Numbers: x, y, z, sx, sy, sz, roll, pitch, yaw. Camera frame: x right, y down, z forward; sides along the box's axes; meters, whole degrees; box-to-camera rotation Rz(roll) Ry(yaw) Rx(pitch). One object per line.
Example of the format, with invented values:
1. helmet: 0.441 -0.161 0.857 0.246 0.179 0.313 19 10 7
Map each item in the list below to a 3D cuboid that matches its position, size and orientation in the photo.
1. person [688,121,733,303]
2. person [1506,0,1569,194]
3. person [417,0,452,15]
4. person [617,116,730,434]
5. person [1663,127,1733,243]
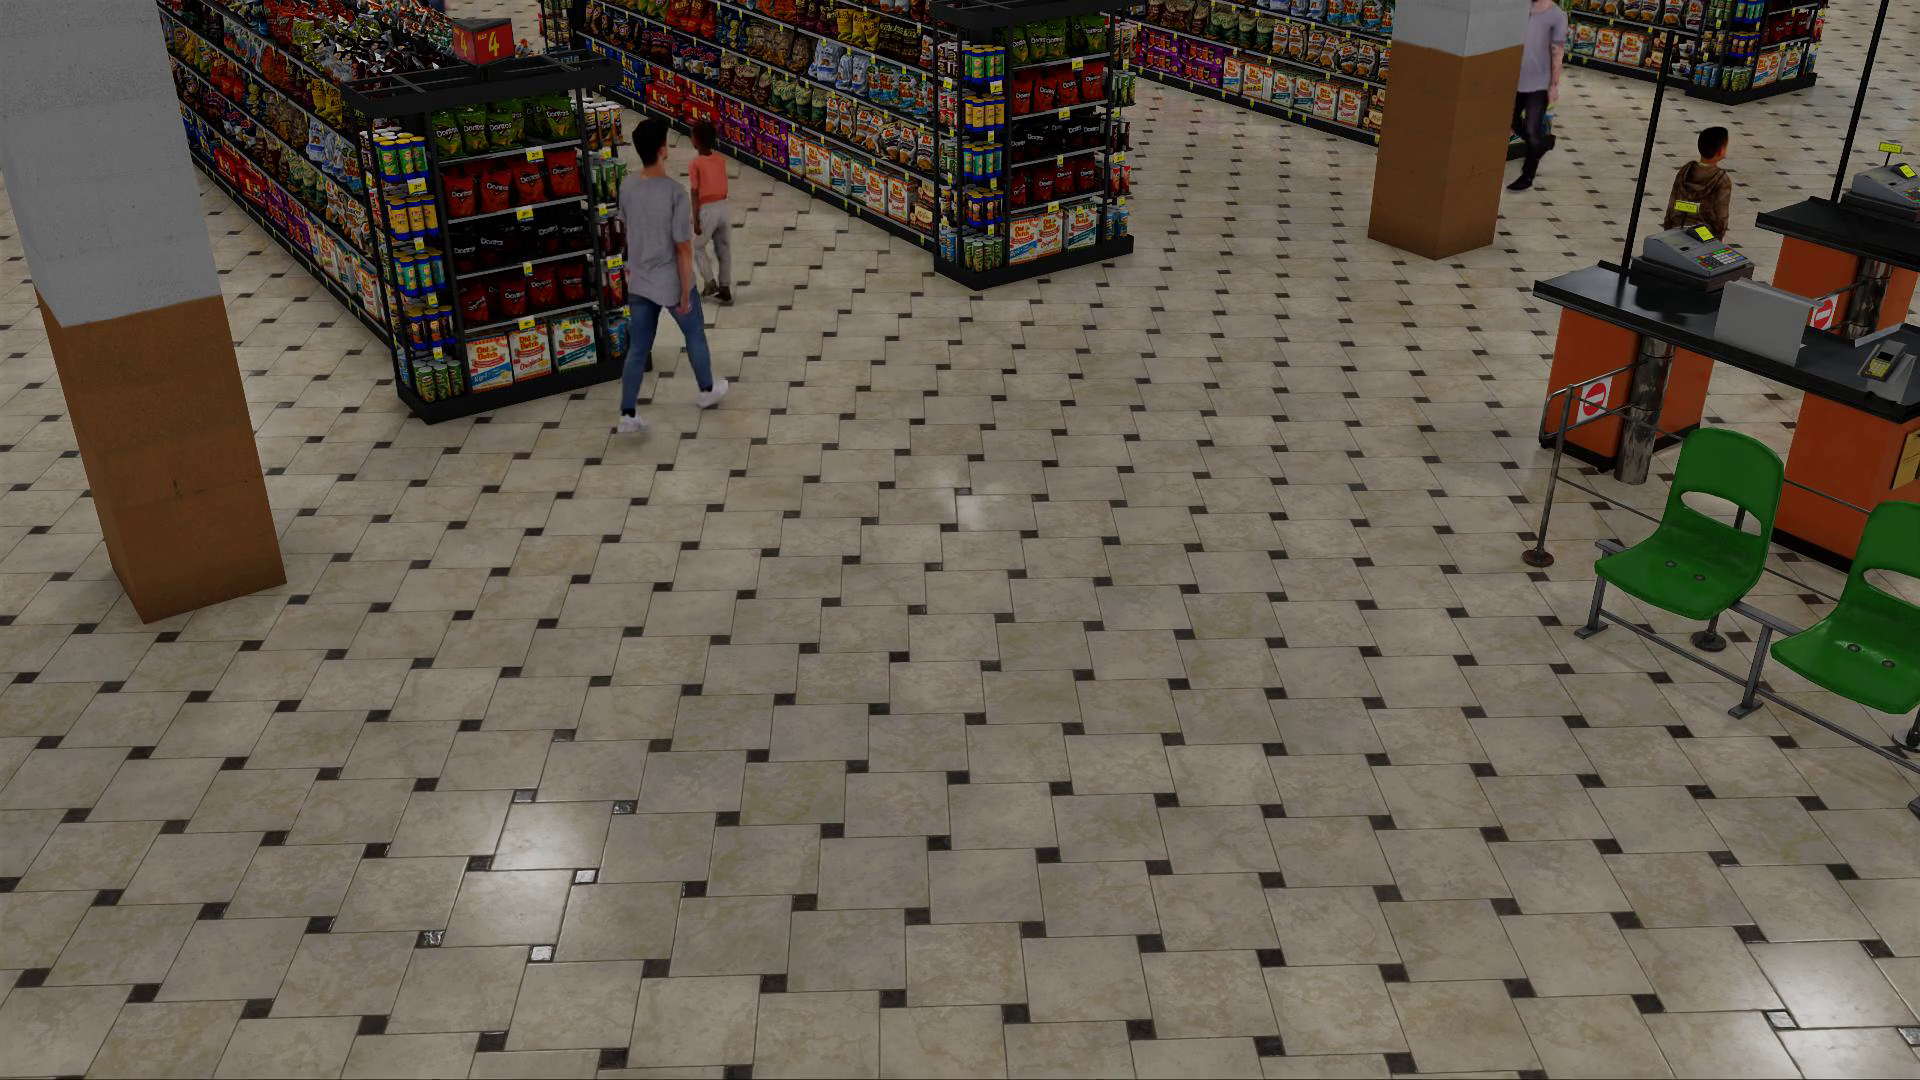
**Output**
1. person: -1.725 -2.306 11.802 0.493 1.302 0.488 -20 35 -32
2. person: 4.951 -3.930 14.233 0.876 1.822 0.828 -13 31 -23
3. person: -5.589 -5.686 17.487 0.646 1.786 0.729 10 30 17
4. person: -1.817 -1.490 9.735 1.226 1.850 1.163 11 30 19
5. person: 4.915 -2.044 11.163 0.657 1.454 0.518 -22 36 -35
